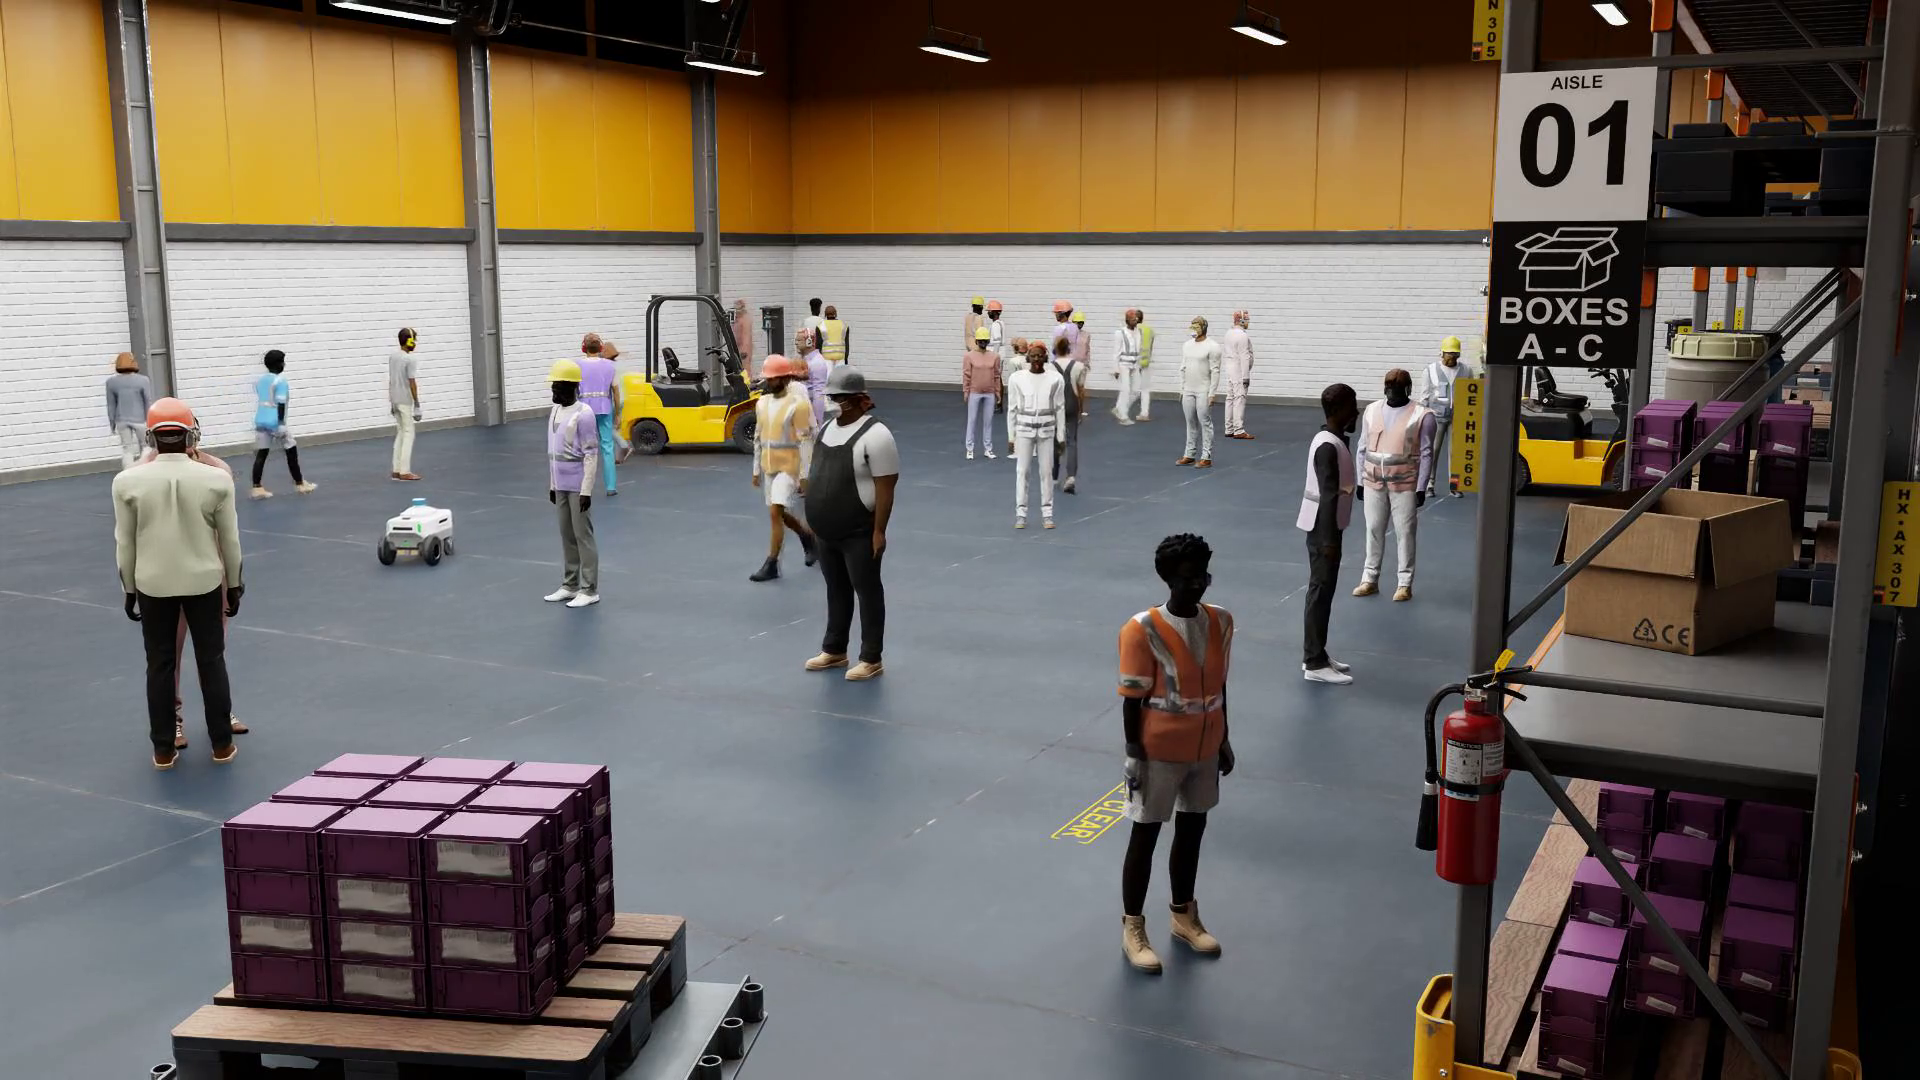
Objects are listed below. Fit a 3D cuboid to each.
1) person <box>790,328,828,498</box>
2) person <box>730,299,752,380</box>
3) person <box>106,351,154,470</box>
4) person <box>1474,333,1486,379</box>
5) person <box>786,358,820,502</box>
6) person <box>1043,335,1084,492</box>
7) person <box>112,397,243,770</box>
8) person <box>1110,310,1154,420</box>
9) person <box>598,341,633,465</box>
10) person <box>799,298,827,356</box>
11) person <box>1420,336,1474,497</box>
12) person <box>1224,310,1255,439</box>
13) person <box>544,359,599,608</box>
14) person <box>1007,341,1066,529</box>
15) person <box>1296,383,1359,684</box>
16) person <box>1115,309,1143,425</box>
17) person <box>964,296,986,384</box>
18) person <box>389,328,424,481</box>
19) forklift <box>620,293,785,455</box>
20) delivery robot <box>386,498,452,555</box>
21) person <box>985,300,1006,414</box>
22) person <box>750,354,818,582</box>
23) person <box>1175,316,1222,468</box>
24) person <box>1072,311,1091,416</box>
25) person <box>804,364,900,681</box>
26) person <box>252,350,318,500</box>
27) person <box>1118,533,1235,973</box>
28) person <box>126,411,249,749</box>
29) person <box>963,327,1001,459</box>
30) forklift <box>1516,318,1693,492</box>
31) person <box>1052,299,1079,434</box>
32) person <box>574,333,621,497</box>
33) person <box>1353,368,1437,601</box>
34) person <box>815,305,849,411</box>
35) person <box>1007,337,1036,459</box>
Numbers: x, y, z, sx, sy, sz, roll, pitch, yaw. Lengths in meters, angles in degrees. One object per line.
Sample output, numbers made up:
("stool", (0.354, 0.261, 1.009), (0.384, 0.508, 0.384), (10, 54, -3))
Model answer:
("person", (-1.734, -1.438, 18.787), (0.410, 1.909, 0.643), (-5, 11, -26))
("person", (-4.157, -3.656, 31.733), (0.485, 1.870, 0.670), (-6, 12, -32))
("person", (-9.496, -1.351, 19.092), (0.537, 1.614, 0.388), (-1, 10, -6))
("person", (8.323, -2.640, 26.160), (0.593, 1.780, 0.969), (-2, 10, -11))
("person", (-1.744, -1.212, 18.374), (0.739, 1.600, 0.502), (-4, 10, -20))
("person", (1.208, -1.471, 19.301), (0.512, 1.809, 0.949), (-1, 10, -3))
("person", (-4.169, 0.232, 8.911), (0.608, 1.987, 0.410), (-5, 11, -26))
("person", (2.857, -2.901, 27.536), (0.644, 1.807, 0.872), (-5, 11, -29))
("person", (-4.442, -1.753, 21.447), (0.434, 1.615, 0.500), (3, 10, 19))
("person", (-2.529, -3.268, 29.211), (0.613, 1.961, 0.368), (2, 10, 11))
("person", (5.471, -1.381, 18.704), (0.595, 1.823, 0.403), (1, 10, 4))
("person", (4.148, -2.450, 24.648), (0.408, 1.908, 0.646), (-3, 10, -15))
("person", (-3.033, -0.443, 12.959), (0.360, 1.930, 0.589), (-9, 13, -42))
("person", (0.760, -1.042, 16.587), (0.575, 1.878, 0.353), (0, 10, -1))
("person", (2.369, -0.052, 10.728), (0.391, 1.920, 0.587), (2, 10, 13))
("person", (2.690, -2.755, 26.570), (0.606, 1.855, 0.471), (-8, 13, -39))
("person", (0.295, -3.684, 31.739), (0.383, 1.923, 0.589), (-5, 11, -26))
("person", (-6.690, -1.638, 20.115), (0.533, 1.849, 0.386), (9, 13, 41))
("forklift", (-3.588, -2.317, 23.042), (2.313, 2.155, 1.214), (-1, 10, -5))
("delivery robot", (-4.819, -0.127, 14.838), (0.477, 0.478, 0.707), (1, 10, 6))
("person", (0.600, -3.130, 28.494), (0.357, 1.938, 0.542), (1, 10, 8))
("person", (-1.483, -0.634, 14.157), (0.552, 1.908, 0.867), (7, 12, 37))
("person", (3.056, -1.891, 21.321), (0.372, 1.940, 0.631), (-8, 13, -40))
("person", (1.988, -2.958, 27.994), (0.533, 1.767, 0.327), (-6, 11, -29))
("person", (-0.744, -0.116, 10.748), (0.537, 2.000, 0.675), (-9, 13, -43))
("person", (-7.630, -1.301, 18.679), (0.570, 1.655, 0.810), (7, 12, 34))
("person", (0.838, 0.805, 6.407), (0.540, 1.695, 0.318), (-6, 11, -31))
("person", (-4.324, 0.195, 9.335), (0.410, 1.909, 0.643), (7, 12, 36))
("person", (0.299, -1.955, 22.188), (0.529, 1.767, 0.329), (-3, 10, -15))
("forklift", (7.066, -1.601, 18.899), (2.313, 2.155, 1.214), (5, 11, 27))
("person", (1.567, -2.635, 25.319), (0.367, 2.046, 0.608), (5, 11, 28))
("person", (-4.104, -1.398, 18.721), (0.569, 1.849, 0.384), (-3, 10, -16))
("person", (3.430, -0.442, 13.208), (0.627, 1.845, 0.429), (7, 12, 36))
("person", (-2.226, -3.152, 28.919), (0.619, 1.839, 0.430), (-4, 11, -22))
("person", (0.828, -1.898, 22.262), (0.320, 1.629, 0.516), (9, 13, 41))
